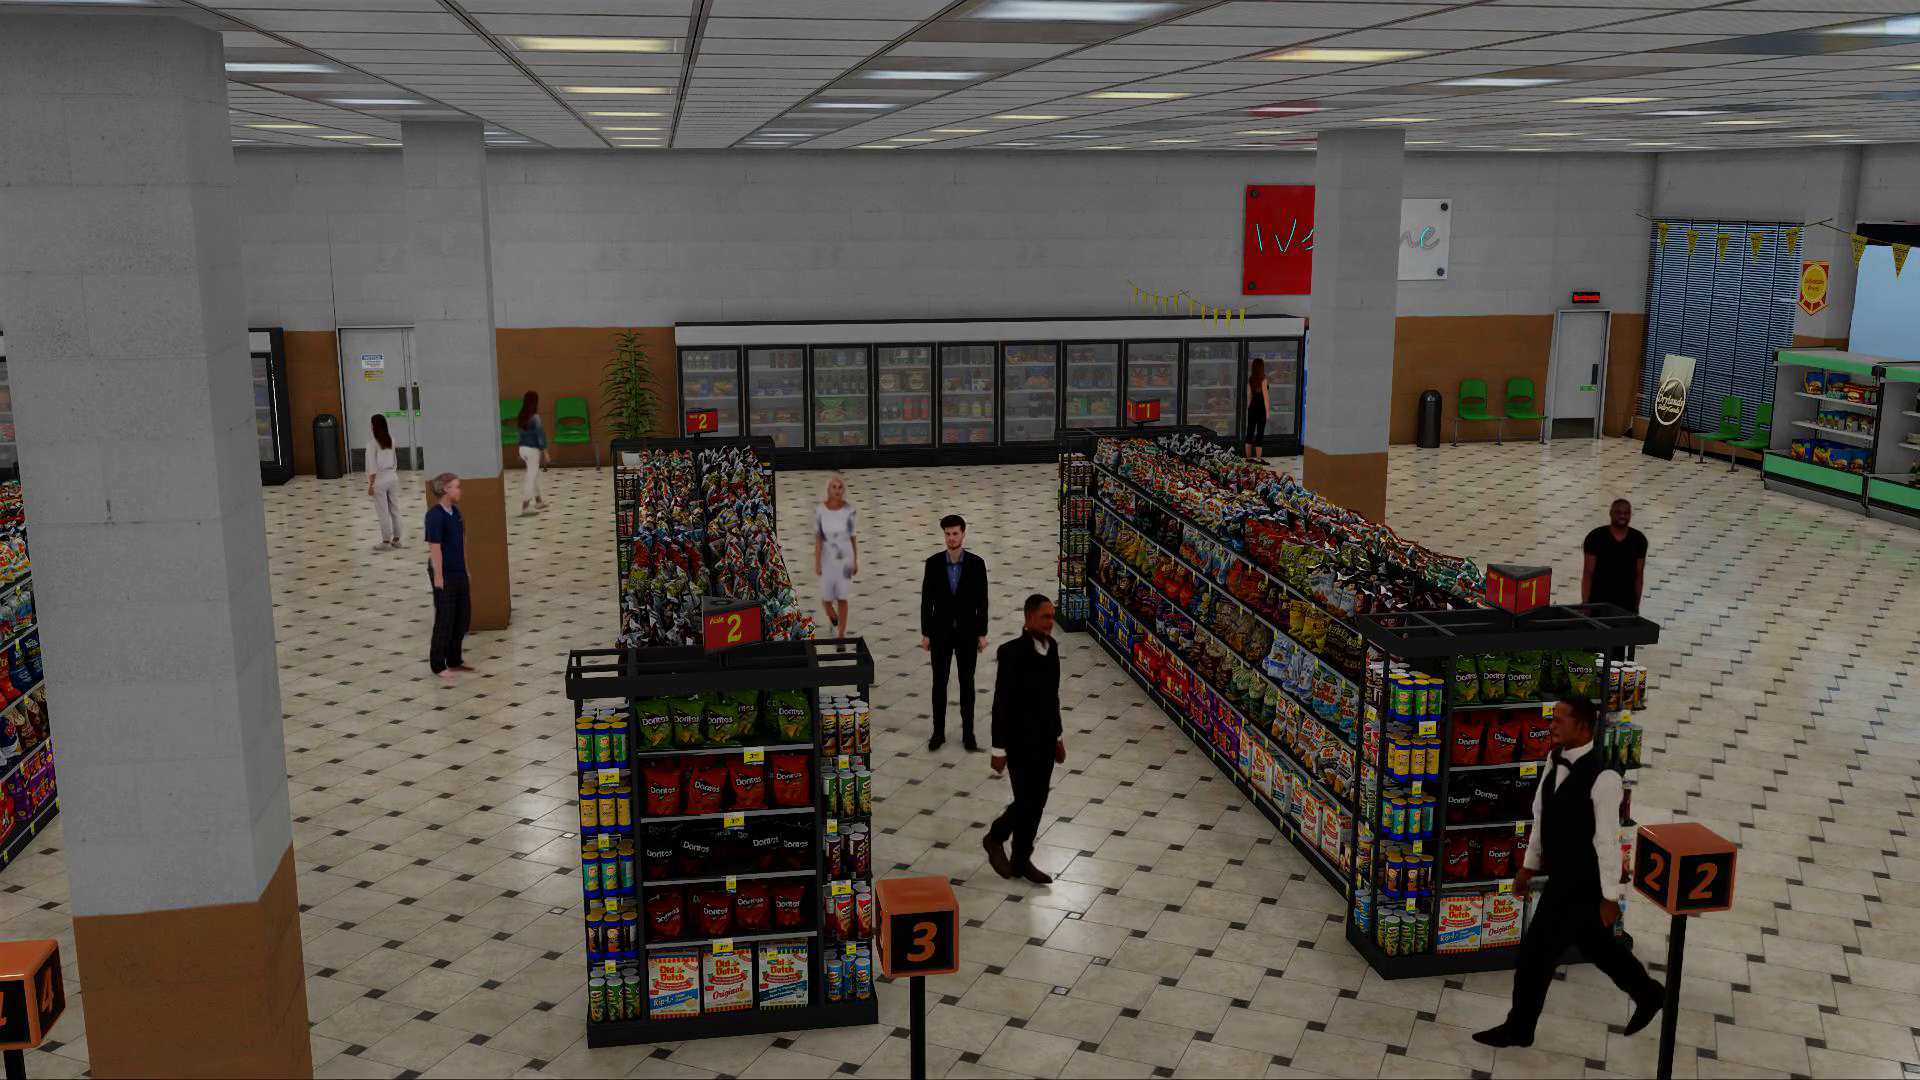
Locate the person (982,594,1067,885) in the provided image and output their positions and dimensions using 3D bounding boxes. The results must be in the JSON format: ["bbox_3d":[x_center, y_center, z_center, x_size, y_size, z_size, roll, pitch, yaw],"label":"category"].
[{"bbox_3d":[0.372,1.252,10.618,0.910,1.894,0.851,10,16,41],"label":"person"}]

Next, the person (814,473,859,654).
[{"bbox_3d":[-1.206,0.203,16.017,0.616,1.724,0.998,-1,12,-6],"label":"person"}]

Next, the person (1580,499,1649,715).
[{"bbox_3d":[5.574,0.536,14.302,1.010,1.778,1.313,3,12,14],"label":"person"}]

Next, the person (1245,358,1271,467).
[{"bbox_3d":[4.782,-2.067,26.790,0.694,1.726,0.573,-8,14,-34],"label":"person"}]

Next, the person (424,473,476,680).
[{"bbox_3d":[-4.656,0.319,15.111,0.813,1.869,0.647,5,13,22],"label":"person"}]

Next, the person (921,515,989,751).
[{"bbox_3d":[-0.045,0.715,13.170,0.736,1.893,0.674,0,12,1],"label":"person"}]

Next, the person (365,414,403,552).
[{"bbox_3d":[-7.085,-0.715,20.462,0.749,1.688,0.664,6,13,26],"label":"person"}]

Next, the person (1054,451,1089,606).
[{"bbox_3d":[1.429,-0.116,17.679,0.713,1.662,0.760,-1,12,-3],"label":"person"}]

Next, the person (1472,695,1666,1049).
[{"bbox_3d":[3.246,1.713,8.483,0.814,1.873,1.290,-1,12,-5],"label":"person"}]

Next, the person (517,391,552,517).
[{"bbox_3d":[-5.910,-1.160,22.588,0.858,1.683,0.906,11,16,43],"label":"person"}]
